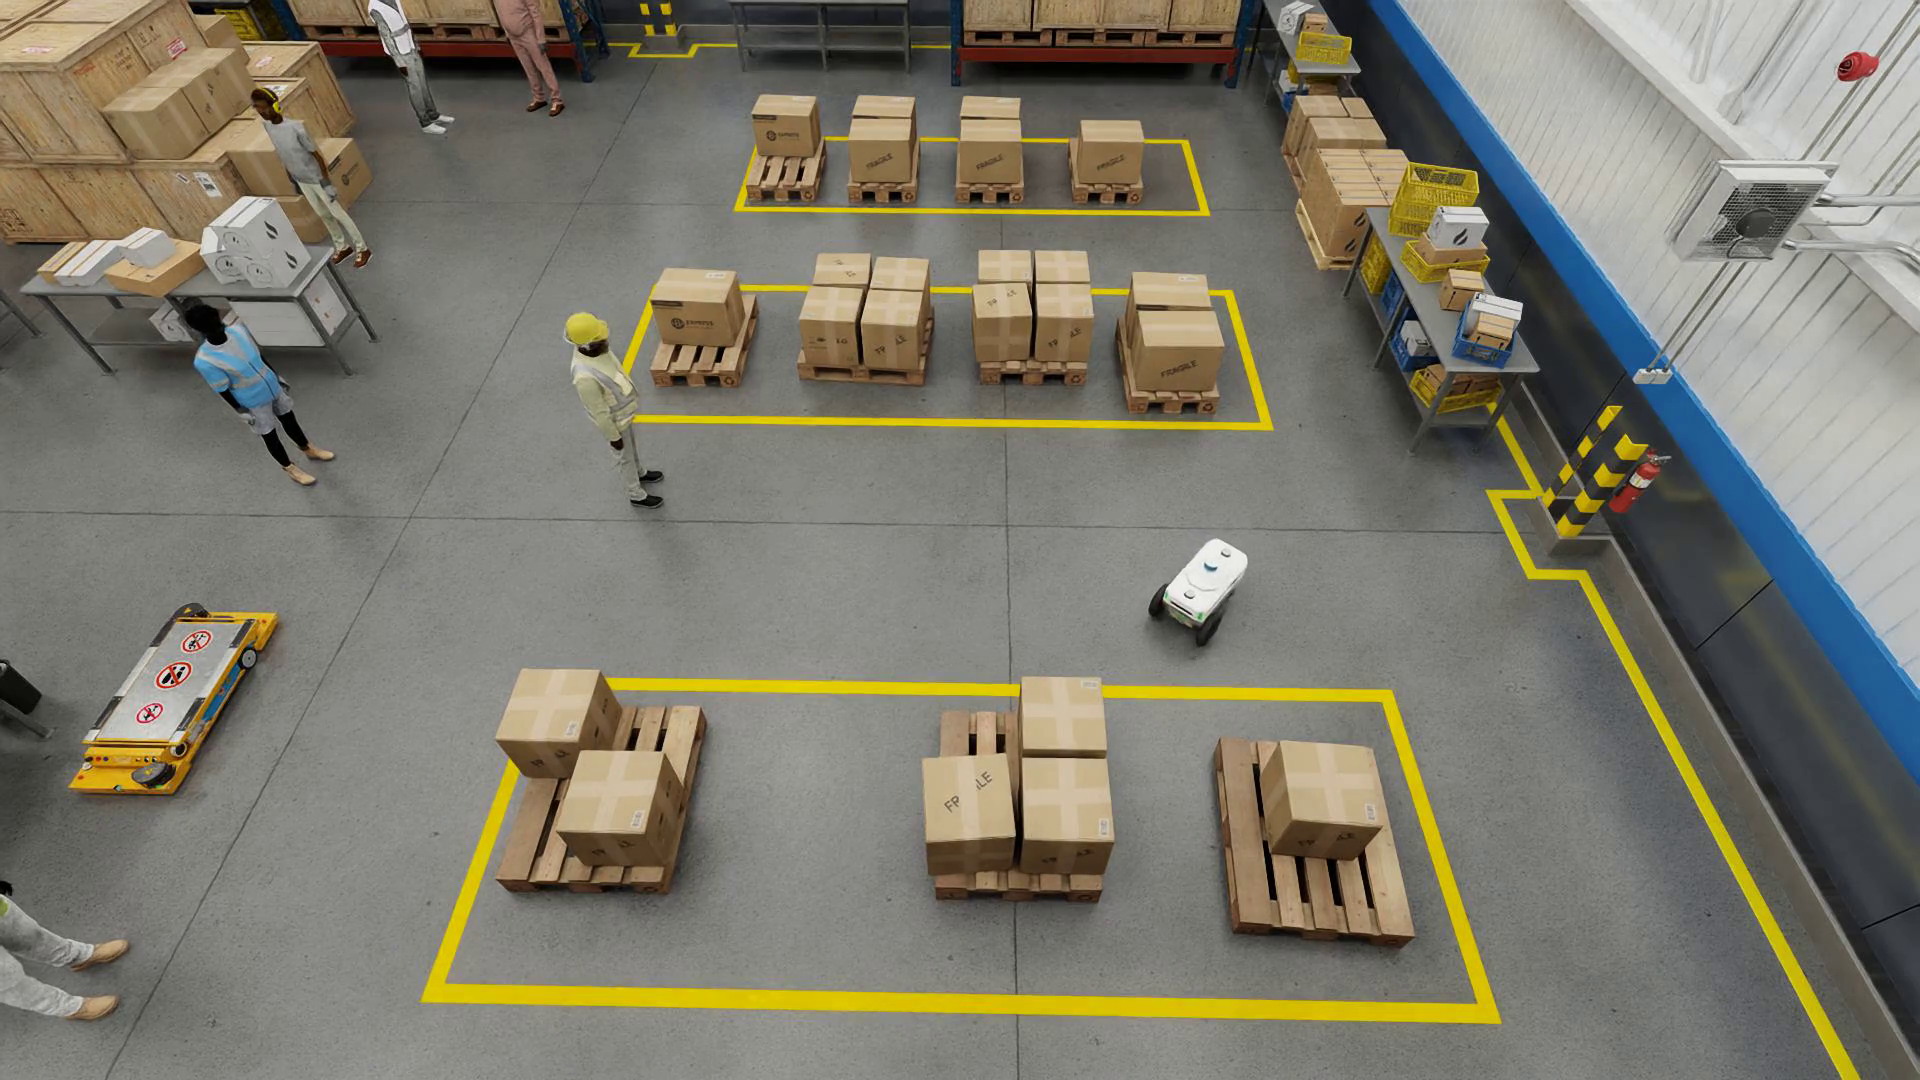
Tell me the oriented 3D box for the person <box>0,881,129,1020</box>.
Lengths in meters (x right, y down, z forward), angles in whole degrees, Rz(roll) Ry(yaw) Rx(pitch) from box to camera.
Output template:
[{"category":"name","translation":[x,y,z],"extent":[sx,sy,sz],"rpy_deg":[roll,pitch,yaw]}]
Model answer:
[{"category":"person","translation":[-5.047,1.987,4.646],"extent":[0.429,1.843,0.633],"rpy_deg":[-15,51,-12]}]

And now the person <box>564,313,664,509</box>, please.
[{"category":"person","translation":[-2.696,-1.004,7.183],"extent":[0.404,1.831,0.600],"rpy_deg":[-8,50,-7]}]

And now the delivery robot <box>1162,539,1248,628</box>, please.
[{"category":"delivery robot","translation":[1.835,0.311,6.842],"extent":[0.477,0.478,0.707],"rpy_deg":[34,57,25]}]

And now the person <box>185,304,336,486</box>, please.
[{"category":"person","translation":[-5.673,-1.178,7.415],"extent":[0.317,1.698,0.540],"rpy_deg":[6,50,5]}]

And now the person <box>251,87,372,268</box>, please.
[{"category":"person","translation":[-6.698,-3.695,9.432],"extent":[0.511,1.877,0.328],"rpy_deg":[11,51,9]}]

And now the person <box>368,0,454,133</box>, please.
[{"category":"person","translation":[-6.937,-6.089,11.438],"extent":[0.390,1.911,0.592],"rpy_deg":[-1,50,-1]}]

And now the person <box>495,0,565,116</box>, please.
[{"category":"person","translation":[-5.596,-6.462,11.753],"extent":[0.638,1.910,0.407],"rpy_deg":[19,52,15]}]

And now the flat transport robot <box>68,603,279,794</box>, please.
[{"category":"flat transport robot","translation":[-5.504,1.072,6.442],"extent":[0.652,0.197,1.431],"rpy_deg":[1,50,1]}]
